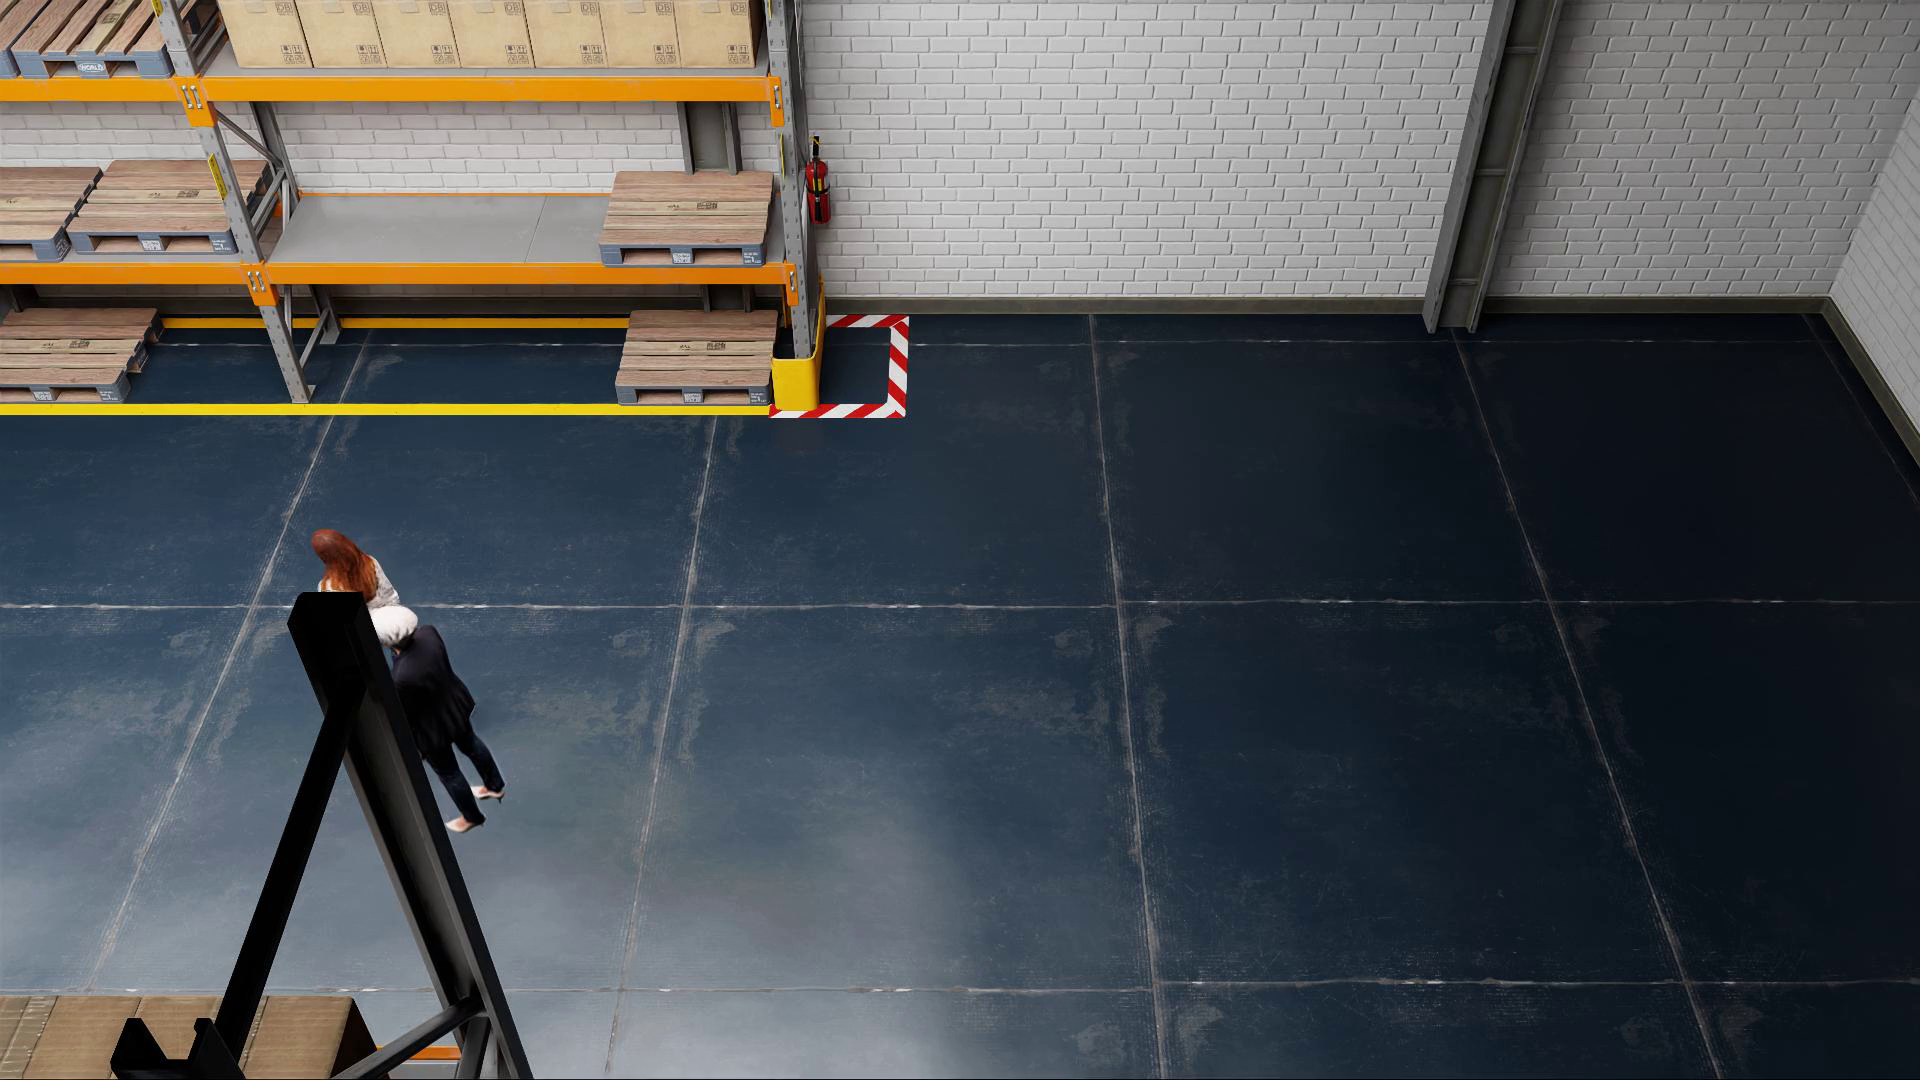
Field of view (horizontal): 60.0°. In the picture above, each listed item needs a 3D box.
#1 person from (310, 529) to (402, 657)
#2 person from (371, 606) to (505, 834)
[{"bbox_3d":[-3.553,0.584,10.159,0.837,1.693,0.896,-26,49,-24],"label":"person"},{"bbox_3d":[-2.798,0.927,8.975,0.701,1.777,0.787,13,45,13],"label":"person"}]
